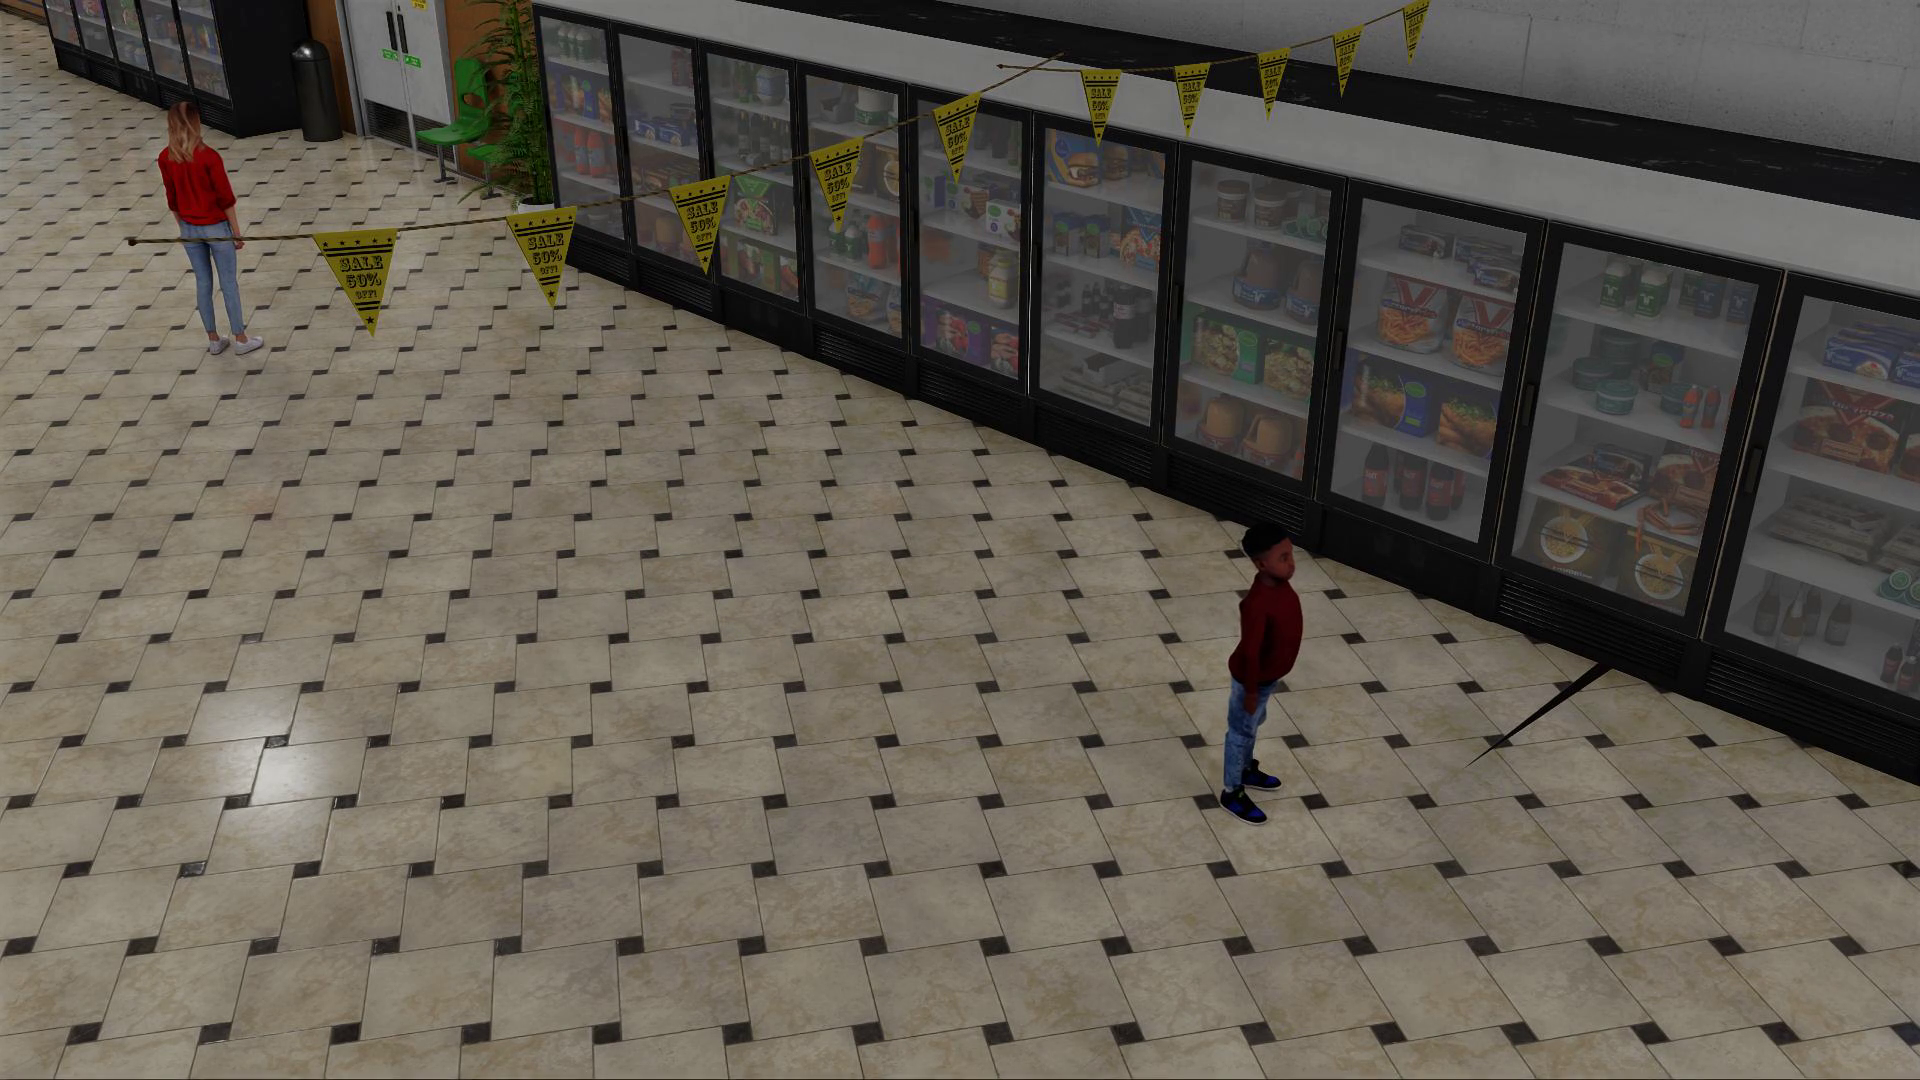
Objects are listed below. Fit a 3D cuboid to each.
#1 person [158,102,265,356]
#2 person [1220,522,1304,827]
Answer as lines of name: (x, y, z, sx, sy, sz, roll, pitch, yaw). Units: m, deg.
person: (-5.048, -2.073, 11.139, 0.682, 1.705, 0.717, 3, 27, 5)
person: (1.173, 0.498, 6.565, 0.620, 1.255, 0.507, 12, 29, 23)
